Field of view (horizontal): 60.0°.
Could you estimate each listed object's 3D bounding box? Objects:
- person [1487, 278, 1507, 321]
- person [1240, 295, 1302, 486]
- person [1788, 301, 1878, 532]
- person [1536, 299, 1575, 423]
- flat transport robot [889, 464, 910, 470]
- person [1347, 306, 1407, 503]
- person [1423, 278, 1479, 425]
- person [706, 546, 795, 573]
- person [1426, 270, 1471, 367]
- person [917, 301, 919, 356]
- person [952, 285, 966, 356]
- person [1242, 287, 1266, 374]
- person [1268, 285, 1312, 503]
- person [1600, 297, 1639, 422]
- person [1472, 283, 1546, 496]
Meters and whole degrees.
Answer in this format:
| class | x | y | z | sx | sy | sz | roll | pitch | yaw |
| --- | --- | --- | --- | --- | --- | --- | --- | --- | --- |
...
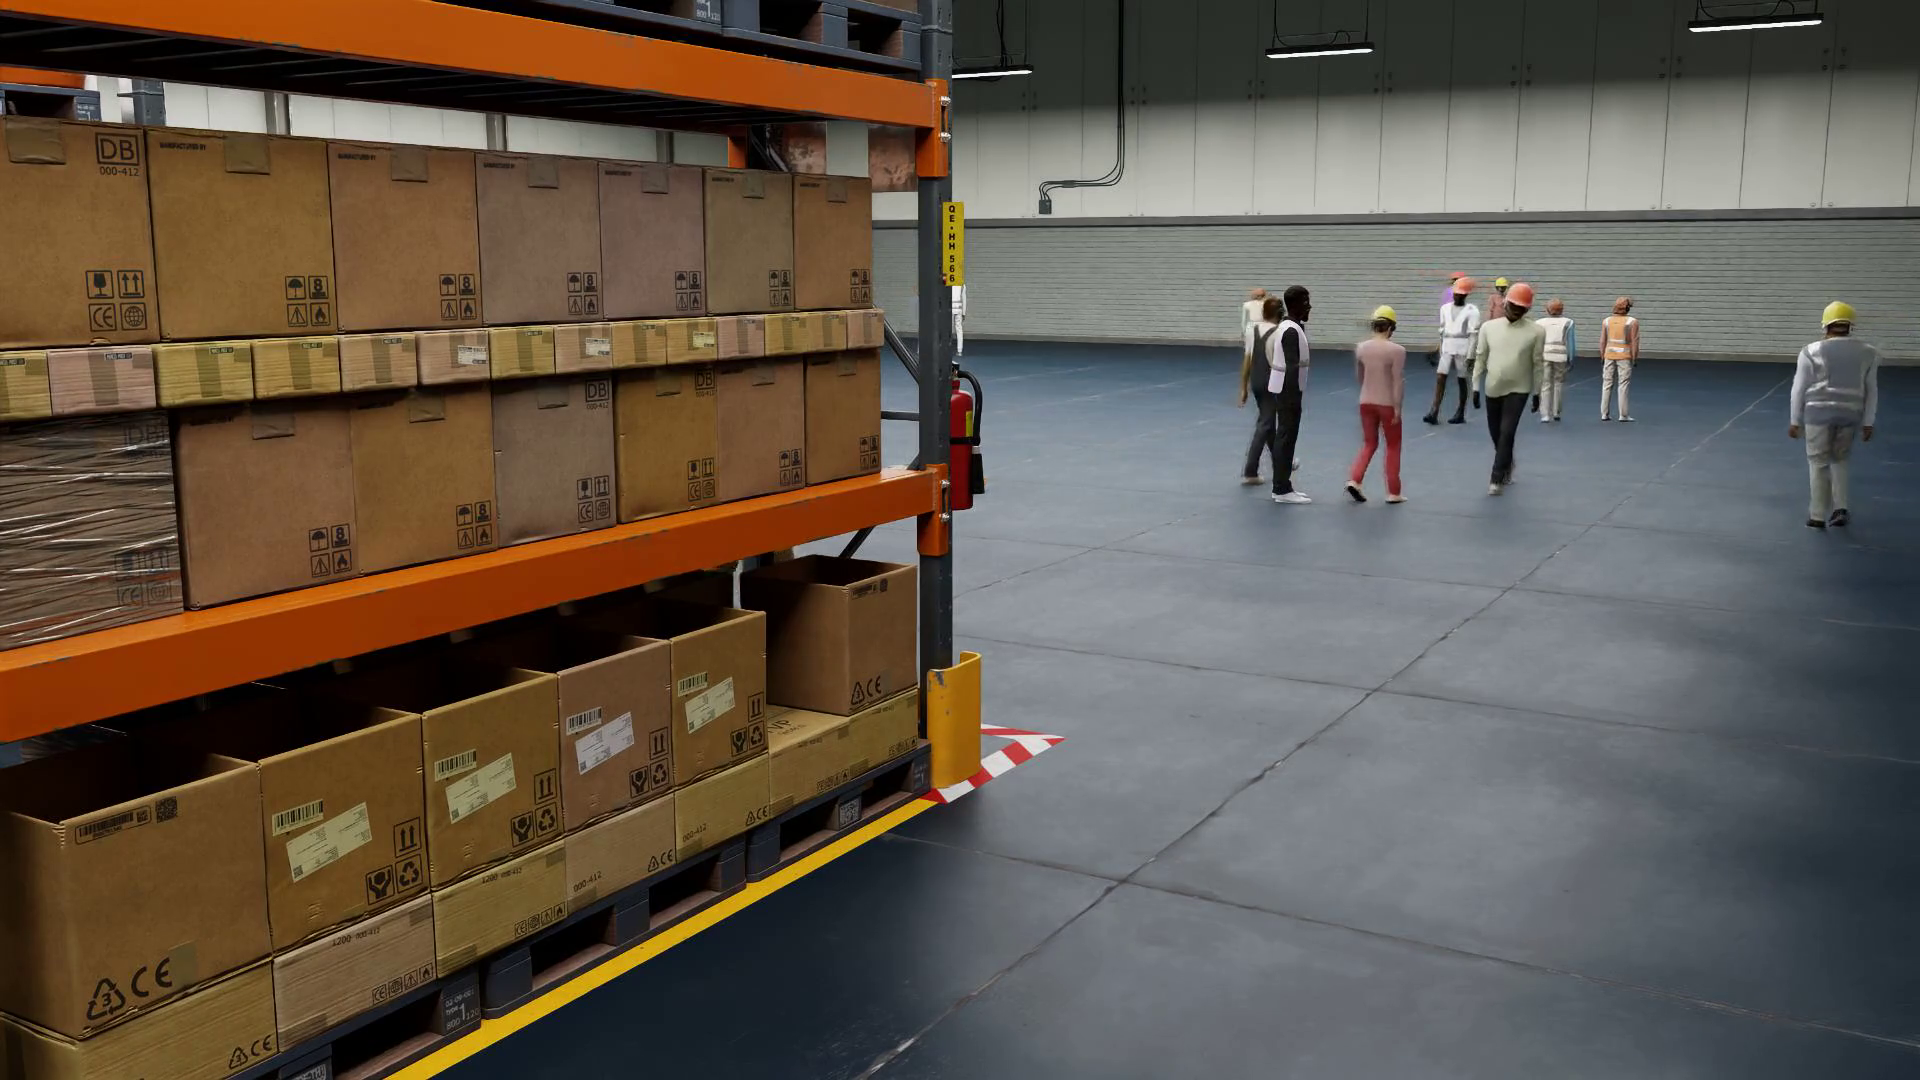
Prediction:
| class | x | y | z | sx | sy | sz | roll | pitch | yaw |
| --- | --- | --- | --- | --- | --- | --- | --- | --- | --- |
| person | 10.349 | -4.152 | 32.054 | 0.556 | 1.776 | 0.471 | -4 | 11 | -25 |
| person | 3.019 | -1.430 | 15.913 | 0.947 | 1.794 | 0.539 | -8 | 13 | -39 |
| person | 6.886 | -0.970 | 13.156 | 0.597 | 1.819 | 0.439 | 1 | 10 | 4 |
| person | 7.823 | -2.367 | 21.955 | 0.540 | 1.610 | 0.730 | 3 | 10 | 19 |
| flat transport robot | -0.607 | -0.514 | 15.023 | 0.652 | 0.197 | 1.431 | 7 | 12 | 36 |
| person | 3.681 | -1.191 | 14.690 | 0.545 | 1.742 | 0.536 | -9 | 13 | -42 |
| person | 6.325 | -2.403 | 21.342 | 0.568 | 1.888 | 0.950 | 9 | 13 | 42 |
| person | -1.169 | -0.266 | 8.847 | 0.957 | 1.901 | 0.557 | 7 | 12 | 36 |
| person | 9.608 | -4.320 | 32.535 | 0.853 | 1.907 | 0.551 | -3 | 10 | -15 |
| person | -0.665 | -4.621 | 35.232 | 0.504 | 1.579 | 0.901 | -8 | 13 | -39 |
| person | -0.145 | -4.954 | 36.304 | 0.575 | 1.884 | 0.355 | -4 | 10 | -20 |
| person | 5.253 | -3.660 | 29.449 | 0.542 | 1.626 | 0.375 | 4 | 10 | 22 |
| person | 2.927 | -1.290 | 14.751 | 0.392 | 1.919 | 0.592 | 1 | 10 | 6 |
| person | 8.683 | -2.378 | 21.931 | 0.315 | 1.640 | 0.514 | -8 | 13 | -40 |
| person | 5.099 | -1.417 | 15.446 | 0.622 | 1.945 | 0.990 | 6 | 11 | 29 |
